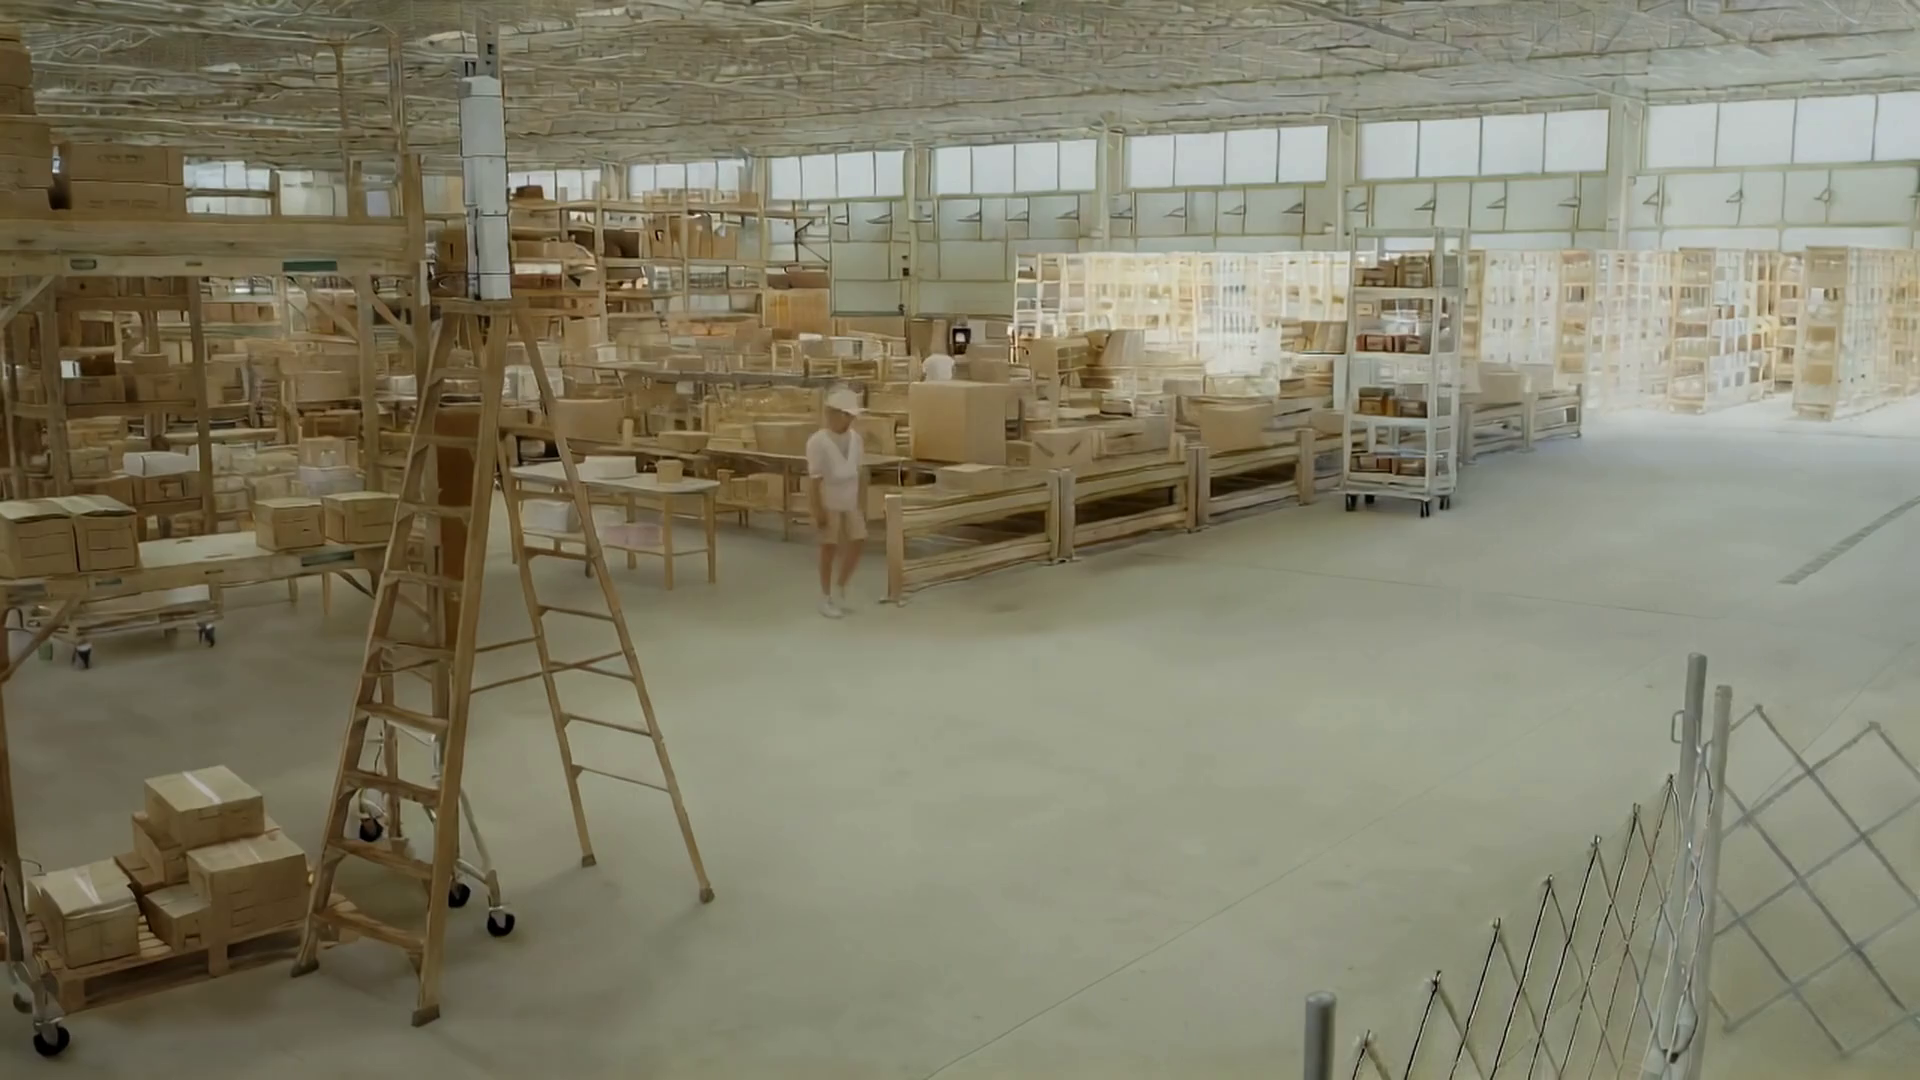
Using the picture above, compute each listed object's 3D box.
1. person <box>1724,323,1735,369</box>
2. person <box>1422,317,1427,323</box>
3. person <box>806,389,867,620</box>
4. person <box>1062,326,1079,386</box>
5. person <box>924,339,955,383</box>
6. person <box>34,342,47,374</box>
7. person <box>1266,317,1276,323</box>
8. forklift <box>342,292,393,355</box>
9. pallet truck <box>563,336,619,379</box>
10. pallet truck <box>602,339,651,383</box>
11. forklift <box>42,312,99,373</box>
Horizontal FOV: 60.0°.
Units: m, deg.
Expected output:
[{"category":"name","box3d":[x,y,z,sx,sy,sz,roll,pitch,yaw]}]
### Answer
[{"category":"person","box3d":[19.249,-4.579,41.866,0.540,1.827,0.588,8,12,39]},{"category":"person","box3d":[13.135,-5.395,46.960,0.600,1.832,0.404,1,9,5]},{"category":"person","box3d":[-1.054,-0.301,14.537,0.620,2.024,0.482,-6,11,-32]},{"category":"person","box3d":[2.749,-4.428,41.207,0.673,1.751,0.527,9,12,43]},{"category":"person","box3d":[-0.396,-2.511,28.741,0.651,1.904,0.403,-7,12,-38]},{"category":"person","box3d":[-19.423,-3.430,35.488,0.873,1.584,0.542,-3,10,-17]},{"category":"person","box3d":[9.236,-5.784,48.882,0.616,1.993,0.395,-4,10,-24]},{"category":"forklift","box3d":[-16.485,-5.622,45.120,1.129,2.768,1.873,7,11,37]},{"category":"pallet truck","box3d":[-10.690,-5.294,48.215,1.601,1.201,0.680,-5,10,-26]},{"category":"pallet truck","box3d":[-8.991,-4.871,45.351,0.653,1.274,1.630,7,11,37]},{"category":"forklift","box3d":[-23.779,-5.451,44.052,1.873,2.768,1.129,7,11,36]}]
